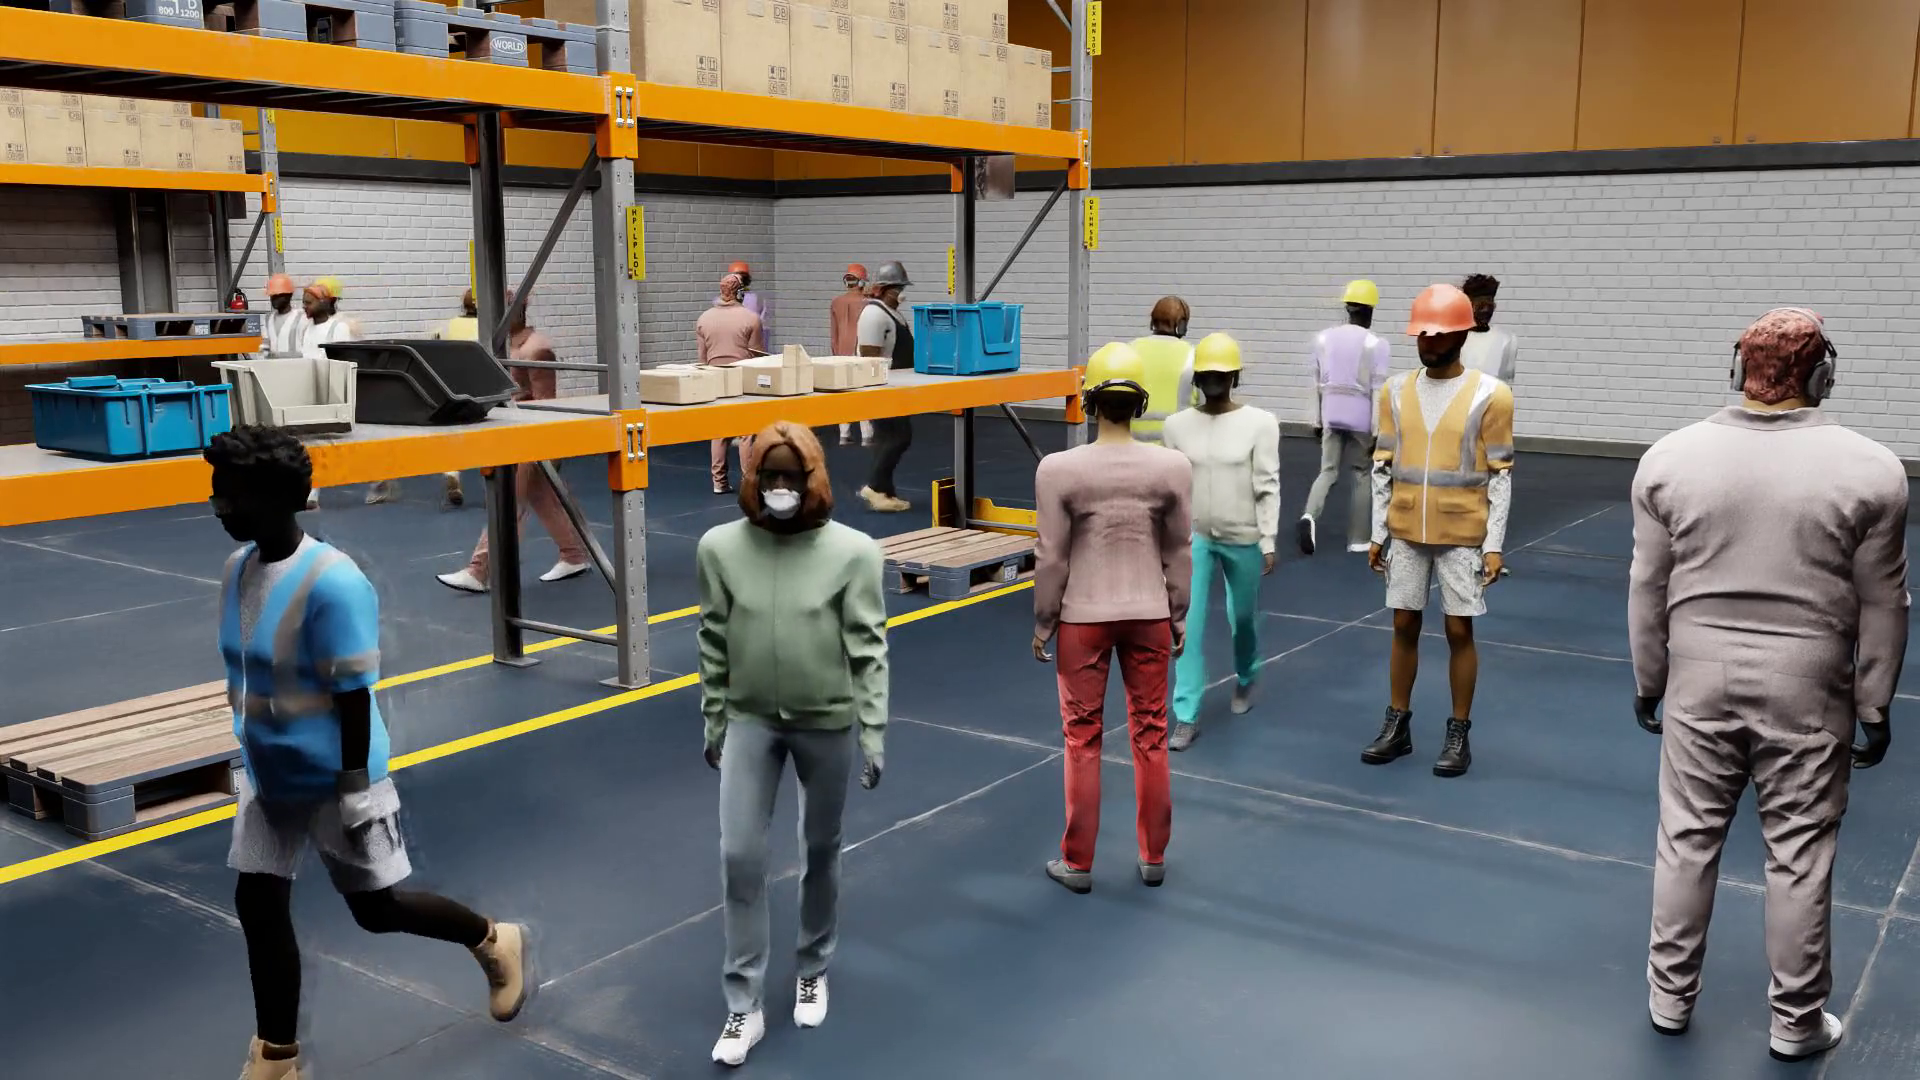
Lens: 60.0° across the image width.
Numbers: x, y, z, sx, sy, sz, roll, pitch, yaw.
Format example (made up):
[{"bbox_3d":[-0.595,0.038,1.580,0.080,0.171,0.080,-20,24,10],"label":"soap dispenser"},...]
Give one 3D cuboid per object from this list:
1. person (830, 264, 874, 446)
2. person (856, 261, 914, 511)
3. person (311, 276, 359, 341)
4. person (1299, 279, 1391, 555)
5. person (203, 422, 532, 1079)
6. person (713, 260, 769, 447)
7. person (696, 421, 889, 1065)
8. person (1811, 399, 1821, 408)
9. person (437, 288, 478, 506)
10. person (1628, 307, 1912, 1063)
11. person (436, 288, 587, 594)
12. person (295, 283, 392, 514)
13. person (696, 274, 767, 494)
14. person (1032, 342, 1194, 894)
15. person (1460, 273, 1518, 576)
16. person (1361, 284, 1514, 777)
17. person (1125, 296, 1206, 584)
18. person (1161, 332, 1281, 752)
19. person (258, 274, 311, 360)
[{"bbox_3d":[-1.132,-2.025,18.247,0.609,1.991,0.384,5,11,27],"label":"person"},{"bbox_3d":[-0.552,-1.226,13.339,0.535,2.000,0.711,2,10,11],"label":"person"},{"bbox_3d":[-5.813,-1.516,15.534,0.604,1.886,0.931,4,10,24],"label":"person"},{"bbox_3d":[2.618,-0.822,11.332,0.587,1.907,0.759,8,12,39],"label":"person"},{"bbox_3d":[-1.481,0.528,4.035,0.530,1.665,0.780,7,12,36],"label":"person"},{"bbox_3d":[-2.421,-2.025,18.146,0.613,2.029,0.492,-5,11,-30],"label":"person"},{"bbox_3d":[-0.440,0.515,4.220,0.513,1.612,0.624,1,10,4],"label":"person"},{"bbox_3d":[3.092,0.143,6.227,0.532,1.691,0.317,5,11,27],"label":"person"},{"bbox_3d":[-3.989,-1.165,13.647,0.627,1.820,0.710,1,10,7],"label":"person"},{"bbox_3d":[2.040,0.369,4.244,0.642,1.909,0.409,7,12,34],"label":"person"},{"bbox_3d":[-2.764,-0.614,10.245,1.018,1.854,0.666,-7,12,-36],"label":"person"},{"bbox_3d":[-5.076,-1.160,13.525,0.578,1.857,0.914,5,11,29],"label":"person"},{"bbox_3d":[-1.936,-1.331,14.364,0.642,1.909,0.409,4,10,20],"label":"person"},{"bbox_3d":[0.485,0.255,5.339,0.532,1.768,0.311,-2,10,-11],"label":"person"},{"bbox_3d":[3.319,-0.731,10.695,0.609,1.929,0.850,0,10,0],"label":"person"},{"bbox_3d":[1.865,-0.032,6.545,0.552,1.932,0.377,7,12,36],"label":"person"},{"bbox_3d":[1.175,-0.498,9.657,0.640,1.820,0.527,3,10,17],"label":"person"},{"bbox_3d":[1.121,-0.029,7.143,0.528,1.735,0.866,3,10,18],"label":"person"},{"bbox_3d":[-6.289,-1.502,15.430,0.566,1.886,0.983,5,11,27],"label":"person"}]
